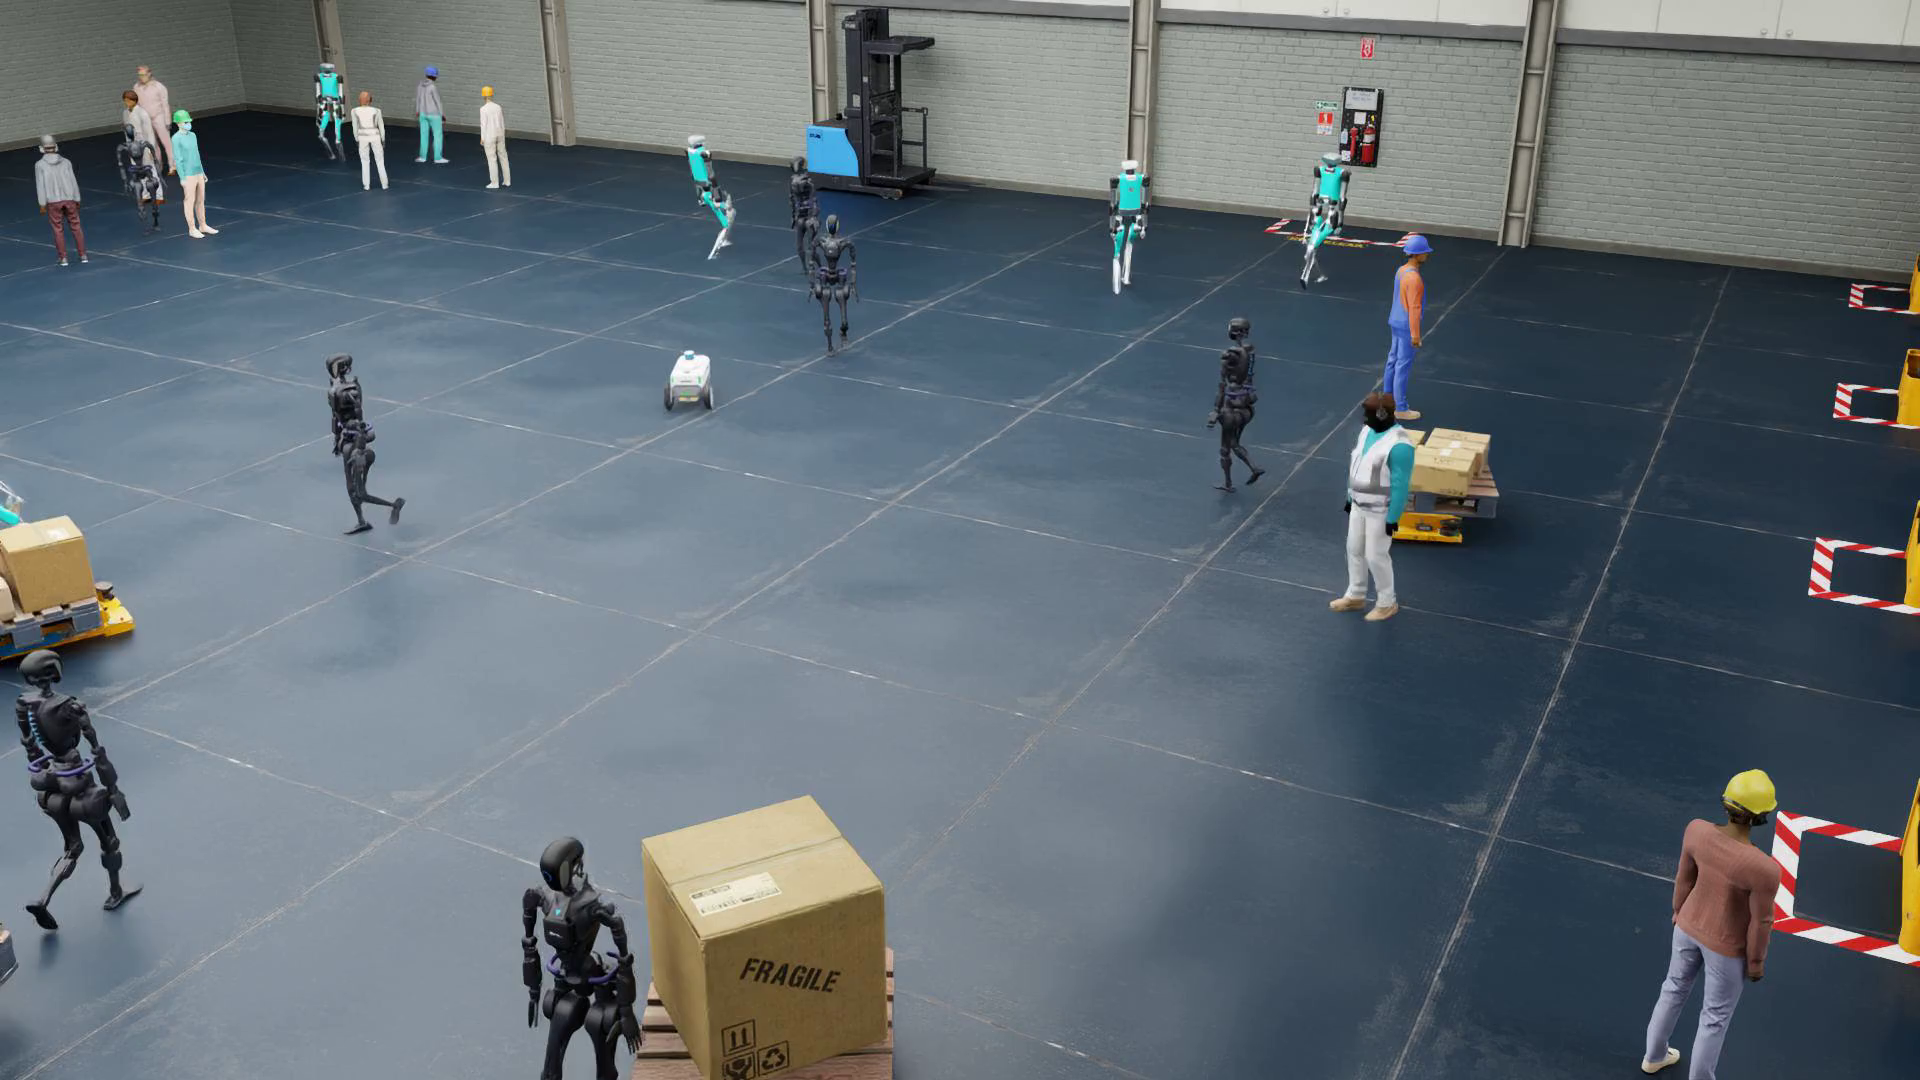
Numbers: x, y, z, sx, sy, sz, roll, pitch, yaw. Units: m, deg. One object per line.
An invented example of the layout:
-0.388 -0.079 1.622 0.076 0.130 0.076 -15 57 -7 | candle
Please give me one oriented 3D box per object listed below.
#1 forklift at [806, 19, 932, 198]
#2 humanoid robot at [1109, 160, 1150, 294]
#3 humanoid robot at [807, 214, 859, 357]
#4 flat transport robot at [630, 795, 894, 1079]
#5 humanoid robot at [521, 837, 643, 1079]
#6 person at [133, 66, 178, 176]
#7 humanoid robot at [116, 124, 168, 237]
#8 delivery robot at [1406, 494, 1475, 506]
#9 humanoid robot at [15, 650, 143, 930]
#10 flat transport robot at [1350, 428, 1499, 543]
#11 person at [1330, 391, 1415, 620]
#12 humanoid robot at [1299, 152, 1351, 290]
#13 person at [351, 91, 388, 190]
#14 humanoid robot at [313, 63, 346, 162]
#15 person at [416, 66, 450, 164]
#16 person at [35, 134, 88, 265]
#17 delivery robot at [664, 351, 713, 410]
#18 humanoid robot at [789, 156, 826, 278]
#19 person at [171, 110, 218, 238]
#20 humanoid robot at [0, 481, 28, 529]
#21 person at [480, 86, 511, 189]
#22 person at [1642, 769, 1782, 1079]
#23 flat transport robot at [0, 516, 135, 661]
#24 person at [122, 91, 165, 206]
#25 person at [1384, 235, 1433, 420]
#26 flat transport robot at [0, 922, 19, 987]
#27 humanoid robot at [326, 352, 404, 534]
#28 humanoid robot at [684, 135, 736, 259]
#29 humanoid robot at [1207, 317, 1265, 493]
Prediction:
-1.573 -7.292 27.850 1.873 2.768 1.129 12 26 25 | forklift
2.180 -4.156 22.011 0.540 1.810 0.770 -3 23 -7 | humanoid robot
-1.472 -2.958 19.261 0.600 1.644 0.409 -1 23 -1 | humanoid robot
-0.927 2.583 8.150 0.659 0.231 1.431 -1 23 -2 | flat transport robot
-1.717 2.096 7.498 0.608 1.653 0.420 8 25 19 | humanoid robot
-14.189 -7.369 29.264 0.653 1.898 0.400 5 24 12 | person
-12.314 -5.437 25.076 0.612 1.661 0.592 -13 26 -27 | humanoid robot
4.248 -0.469 14.875 0.774 0.581 0.499 -15 28 -31 | delivery robot
-4.952 1.382 9.177 0.598 1.631 0.594 8 24 17 | humanoid robot
4.122 -0.336 14.945 0.659 0.231 1.431 4 24 10 | flat transport robot
3.187 -0.239 12.781 0.432 1.837 0.651 -7 24 -15 | person
4.716 -4.214 22.125 0.543 1.765 0.950 19 30 38 | humanoid robot
-9.990 -6.754 28.167 0.506 1.630 0.314 -6 24 -14 | person
-11.520 -7.701 30.347 0.545 1.868 0.747 0 23 0 | humanoid robot
-9.723 -7.766 30.375 0.714 1.738 0.377 13 26 27 | person
-12.633 -4.776 23.337 0.549 1.806 0.380 -20 30 -38 | person
-2.884 -1.714 17.788 0.499 0.592 0.771 0 23 -1 | delivery robot
-2.082 -4.407 22.647 0.609 1.635 0.401 21 31 40 | humanoid robot
-11.494 -5.480 24.885 0.345 1.873 0.527 6 24 13 | person
-7.841 -0.467 13.402 0.670 1.805 0.535 -12 26 -26 | humanoid robot
-7.933 -6.836 28.268 0.322 1.695 0.484 17 29 34 | person
3.606 1.878 7.909 0.343 1.761 0.522 -11 26 -24 | person
-7.127 0.669 12.606 1.431 0.231 0.659 -18 29 -35 | flat transport robot
-13.292 -6.355 26.982 0.515 1.828 0.360 8 24 17 | person
4.627 -2.205 17.217 0.360 1.911 0.521 -3 23 -6 | person
-5.546 2.515 8.309 0.659 0.231 1.431 1 23 2 | flat transport robot
-5.179 -0.861 14.384 0.510 1.638 0.585 -21 31 -40 | humanoid robot
-3.449 -4.922 23.813 0.882 1.771 0.537 -20 30 -39 | humanoid robot
2.565 -1.211 15.210 0.458 1.642 0.593 19 30 38 | humanoid robot
